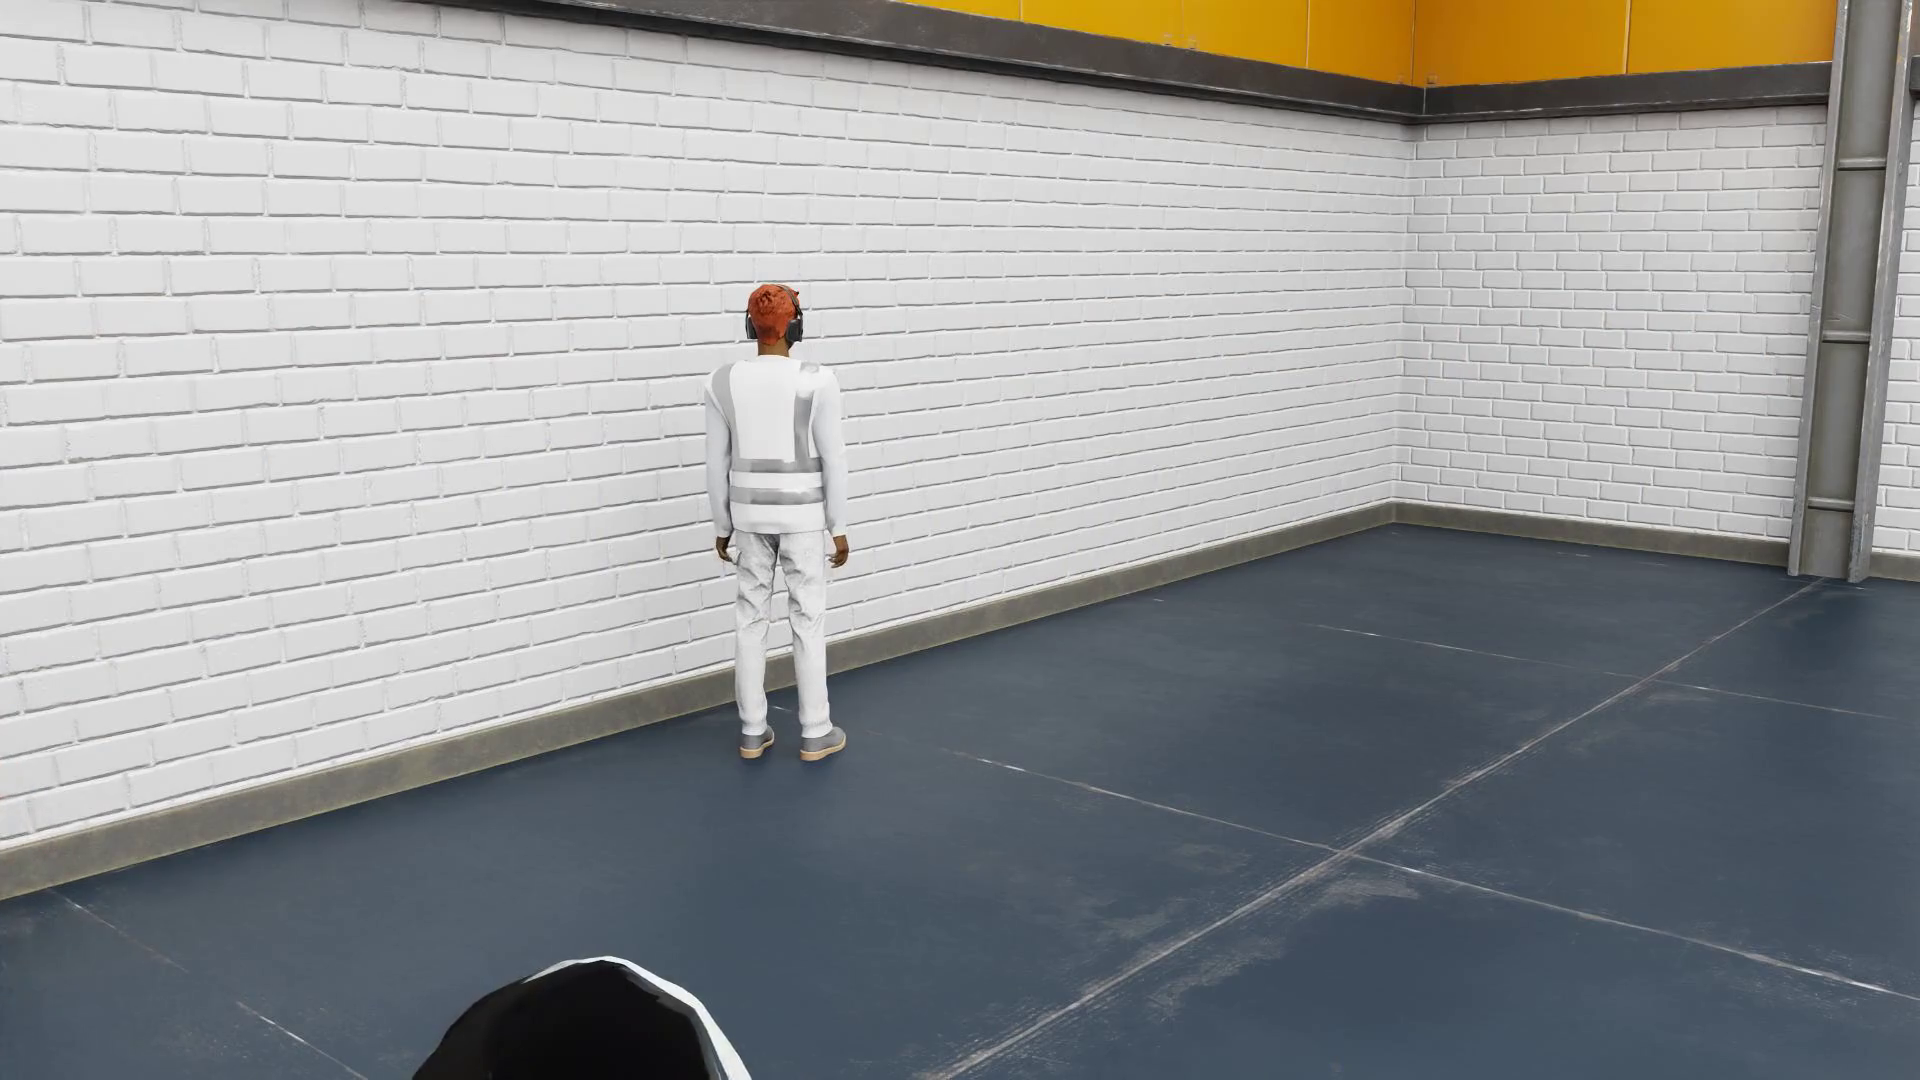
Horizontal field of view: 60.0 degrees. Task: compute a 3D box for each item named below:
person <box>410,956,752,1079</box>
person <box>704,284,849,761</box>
[{"bbox_3d":[-0.333,0.902,0.939,0.401,1.938,0.603,3,10,18],"label":"person"},{"bbox_3d":[-0.713,-0.060,6.574,0.573,1.883,0.353,2,10,12],"label":"person"}]
